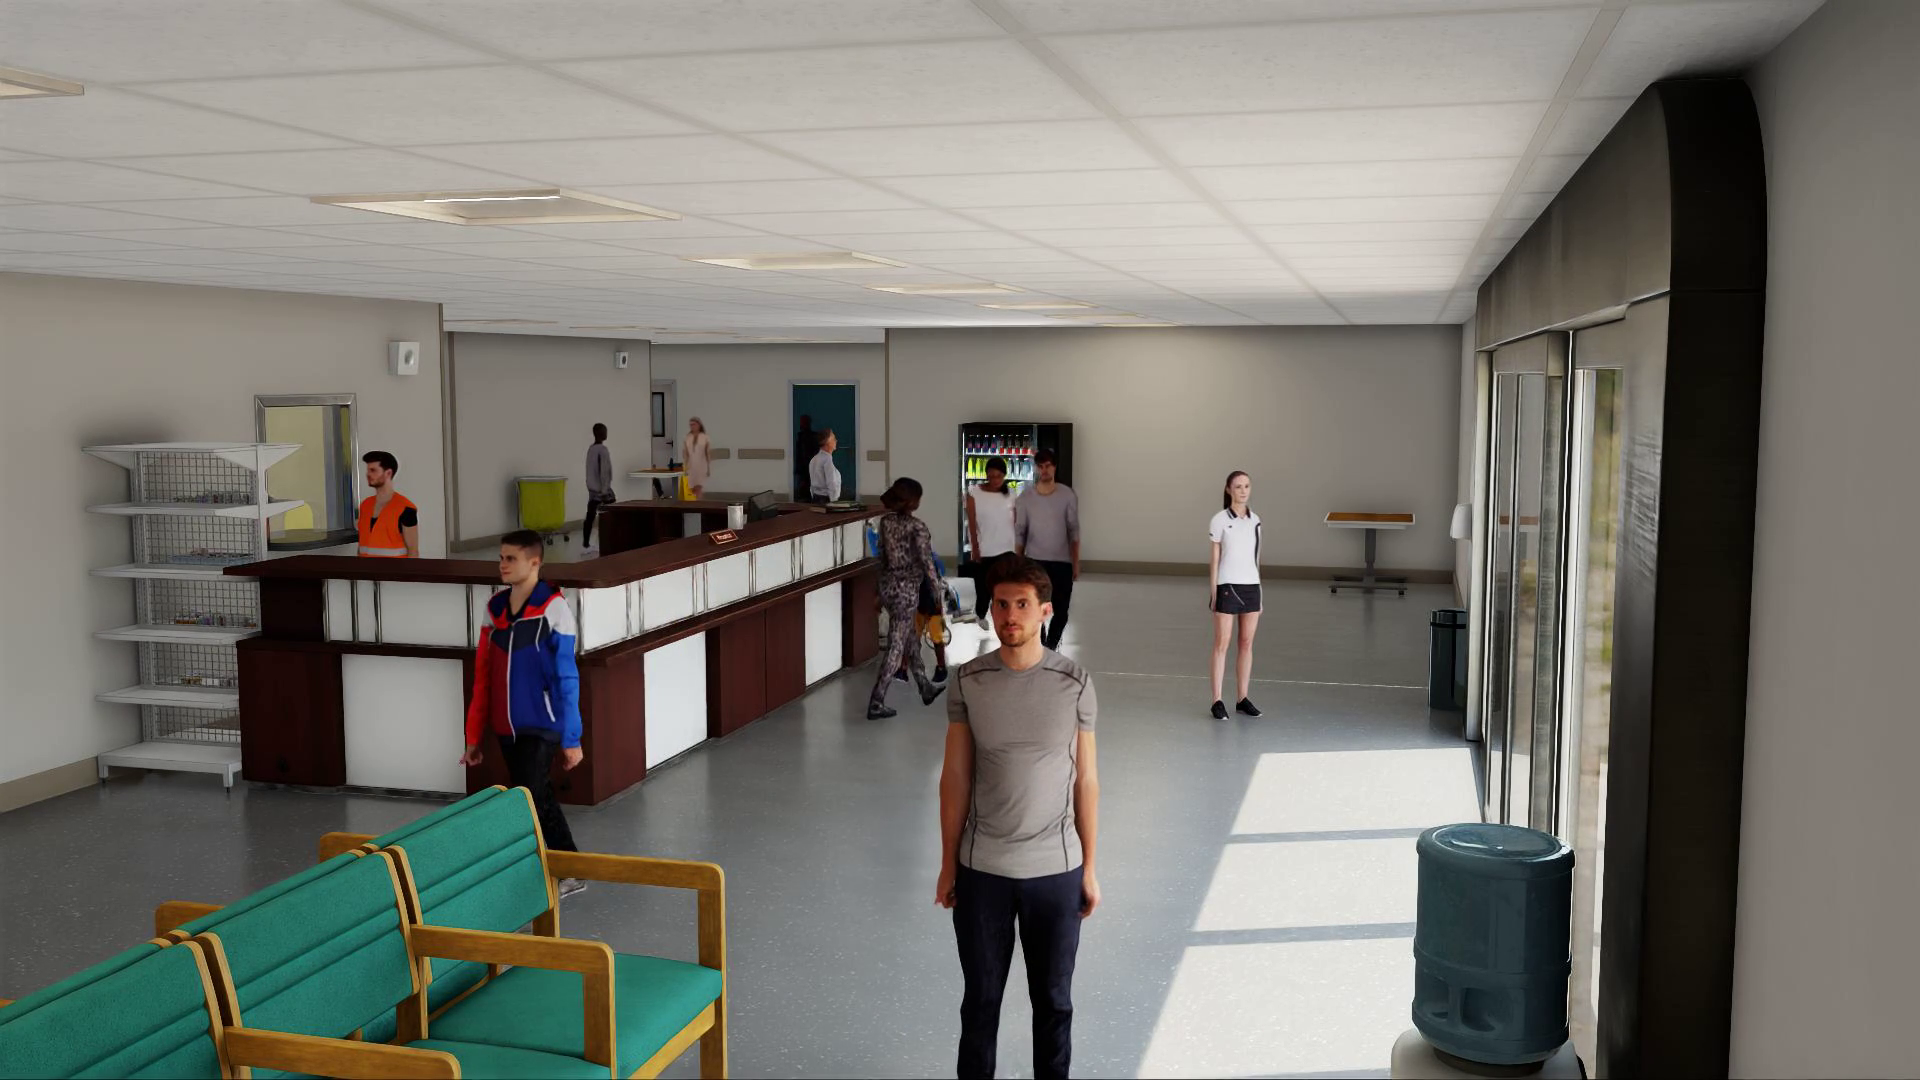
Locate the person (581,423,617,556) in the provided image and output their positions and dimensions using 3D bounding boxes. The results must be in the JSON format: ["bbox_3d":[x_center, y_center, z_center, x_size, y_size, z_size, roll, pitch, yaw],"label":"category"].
[{"bbox_3d":[-4.876,-0.651,22.068,1.012,1.746,1.043,-5,8,-43],"label":"person"}]

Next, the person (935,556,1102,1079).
[{"bbox_3d":[0.183,0.980,5.112,0.533,1.893,0.752,1,6,5],"label":"person"}]

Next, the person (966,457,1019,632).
[{"bbox_3d":[0.296,0.087,15.187,1.040,1.654,0.945,-1,6,-10],"label":"person"}]

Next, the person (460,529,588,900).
[{"bbox_3d":[-1.846,0.841,7.401,1.147,1.713,0.923,3,7,30],"label":"person"}]

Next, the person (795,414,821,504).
[{"bbox_3d":[-2.282,-0.998,25.123,0.590,1.823,0.704,1,6,12],"label":"person"}]

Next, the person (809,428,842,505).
[{"bbox_3d":[-1.533,-0.371,18.912,0.792,1.820,0.725,-4,7,-32],"label":"person"}]

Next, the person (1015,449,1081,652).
[{"bbox_3d":[0.706,0.202,13.258,1.117,1.810,0.949,0,6,0],"label":"person"}]

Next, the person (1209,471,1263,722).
[{"bbox_3d":[1.945,0.384,11.748,0.652,1.752,0.725,-2,6,-22],"label":"person"}]

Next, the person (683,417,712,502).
[{"bbox_3d":[-4.225,-1.116,26.853,1.014,1.711,0.753,1,6,5],"label":"person"}]

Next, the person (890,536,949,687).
[{"bbox_3d":[-0.239,0.522,12.941,0.873,1.237,0.812,4,7,36],"label":"person"}]

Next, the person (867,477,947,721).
[{"bbox_3d":[-0.474,0.436,11.590,0.991,1.679,1.055,-5,8,-43],"label":"person"}]

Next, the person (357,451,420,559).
[{"bbox_3d":[-4.077,0.303,11.883,0.634,1.885,0.796,3,6,27],"label":"person"}]
